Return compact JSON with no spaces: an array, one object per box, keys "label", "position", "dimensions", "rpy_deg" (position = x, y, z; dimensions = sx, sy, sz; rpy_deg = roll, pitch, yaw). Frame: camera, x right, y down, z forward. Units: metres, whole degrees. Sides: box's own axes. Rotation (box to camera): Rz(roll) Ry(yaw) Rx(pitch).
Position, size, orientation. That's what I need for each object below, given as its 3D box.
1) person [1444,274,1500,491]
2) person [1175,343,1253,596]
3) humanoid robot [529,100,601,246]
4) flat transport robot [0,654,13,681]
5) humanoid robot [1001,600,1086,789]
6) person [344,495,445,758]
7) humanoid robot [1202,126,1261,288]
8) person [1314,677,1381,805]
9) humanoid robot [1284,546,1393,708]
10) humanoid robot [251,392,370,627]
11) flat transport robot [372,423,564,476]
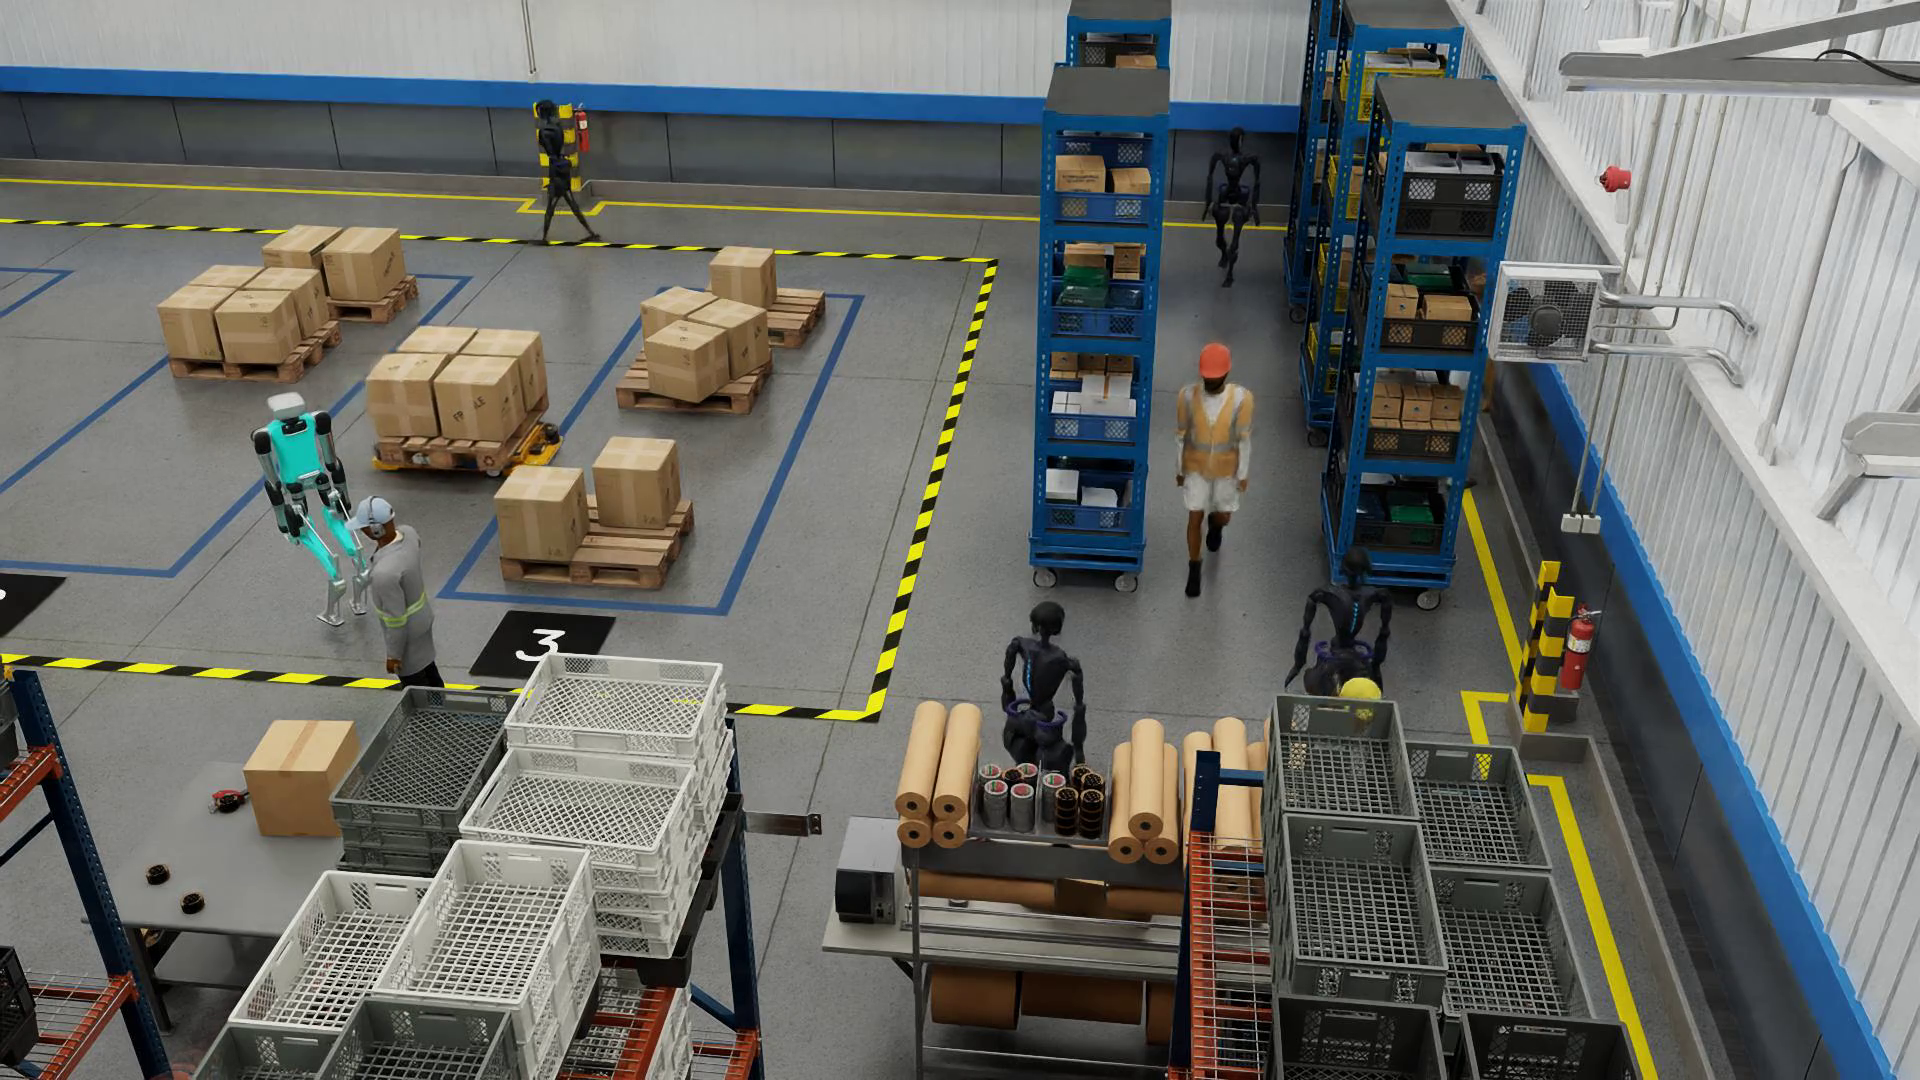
[{"label":"person","position":[3.989,-1.244,13.260],"dimensions":[0.407,1.832,0.577],"rpy_deg":[-20,36,-31]},{"label":"person","position":[1.810,-0.572,12.011],"dimensions":[0.545,1.921,0.671],"rpy_deg":[5,31,8]},{"label":"humanoid robot","position":[-4.416,-4.019,18.223],"dimensions":[0.785,1.621,0.613],"rpy_deg":[-2,30,-3]},{"label":"flat transport robot","position":[-7.142,0.969,11.010],"dimensions":[1.431,0.231,0.659],"rpy_deg":[3,30,6]},{"label":"humanoid robot","position":[0.479,1.086,9.434],"dimensions":[0.591,1.638,0.657],"rpy_deg":[22,37,32]},{"label":"person","position":[-3.420,0.544,10.169],"dimensions":[0.391,1.848,0.586],"rpy_deg":[-2,30,-3]},{"label":"humanoid robot","position":[2.858,-3.529,17.360],"dimensions":[0.609,1.635,0.704],"rpy_deg":[9,32,16]},{"label":"person","position":[2.061,1.463,8.719],"dimensions":[0.504,1.704,0.853],"rpy_deg":[-16,34,-26]},{"label":"humanoid robot","position":[2.278,0.778,10.001],"dimensions":[0.602,1.637,0.789],"rpy_deg":[-2,30,-4]},{"label":"humanoid robot","position":[-4.332,-0.150,11.337],"dimensions":[0.533,1.677,0.735],"rpy_deg":[-25,38,-36]},{"label":"flat transport robot","position":[-4.141,-0.797,14.015],"dimensions":[1.431,0.197,0.652],"rpy_deg":[3,30,6]}]
